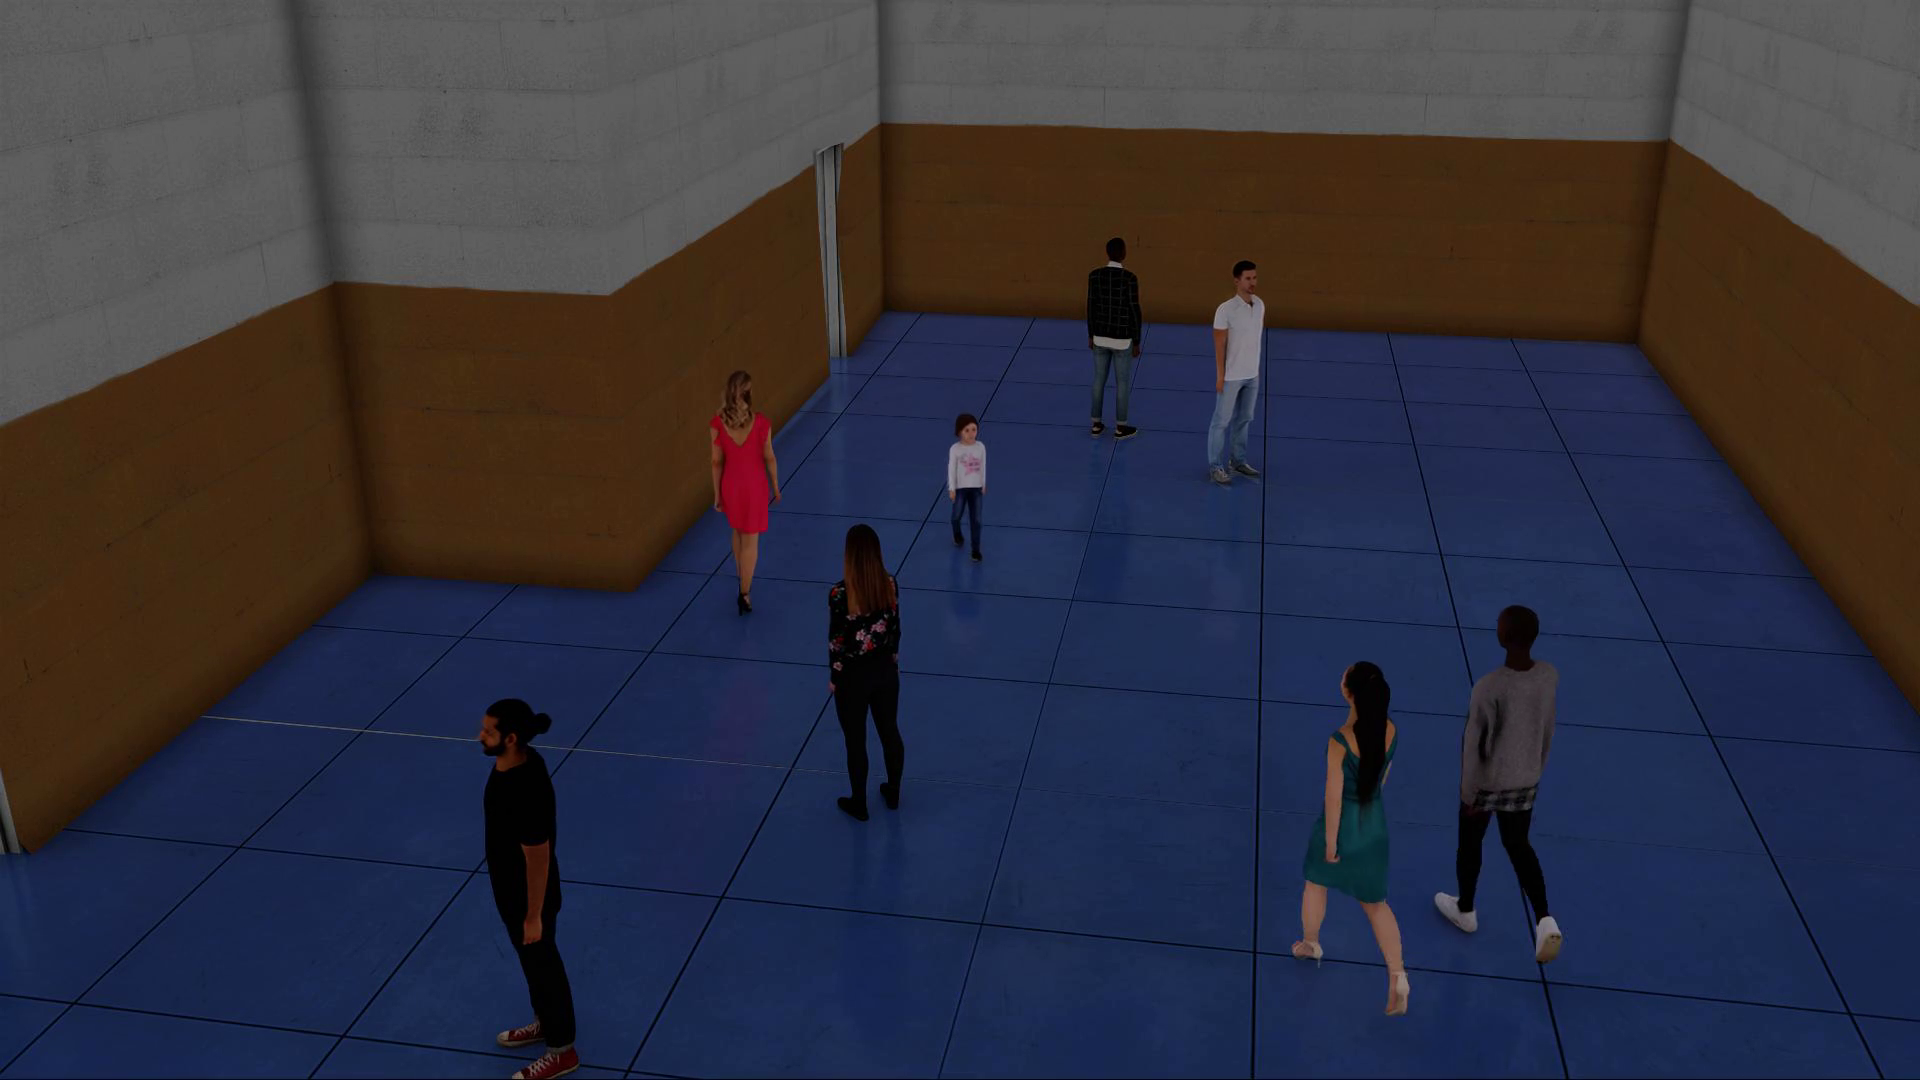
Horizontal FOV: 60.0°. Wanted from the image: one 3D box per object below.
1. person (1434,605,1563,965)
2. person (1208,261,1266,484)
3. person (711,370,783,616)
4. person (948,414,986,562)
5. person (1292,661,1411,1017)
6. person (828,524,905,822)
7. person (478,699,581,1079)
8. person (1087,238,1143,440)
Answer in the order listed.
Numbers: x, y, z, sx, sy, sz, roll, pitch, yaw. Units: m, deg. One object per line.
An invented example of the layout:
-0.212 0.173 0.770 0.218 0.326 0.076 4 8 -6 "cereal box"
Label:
2.570 1.147 7.697 1.058 1.754 0.976 -7 23 -16 "person"
2.329 -1.421 13.938 0.745 1.866 0.815 -13 25 -30 "person"
-1.494 -0.297 11.346 0.570 1.713 0.632 4 22 9 "person"
0.036 -0.425 12.505 0.800 1.086 0.704 -5 22 -13 "person"
1.793 1.337 7.355 1.008 1.658 0.944 -9 23 -21 "person"
-0.498 0.705 8.895 0.631 1.683 0.707 -12 25 -27 "person"
-1.803 1.447 6.945 0.754 1.758 0.727 -9 24 -22 "person"
1.374 -1.821 14.994 0.595 1.821 0.776 10 24 24 "person"
